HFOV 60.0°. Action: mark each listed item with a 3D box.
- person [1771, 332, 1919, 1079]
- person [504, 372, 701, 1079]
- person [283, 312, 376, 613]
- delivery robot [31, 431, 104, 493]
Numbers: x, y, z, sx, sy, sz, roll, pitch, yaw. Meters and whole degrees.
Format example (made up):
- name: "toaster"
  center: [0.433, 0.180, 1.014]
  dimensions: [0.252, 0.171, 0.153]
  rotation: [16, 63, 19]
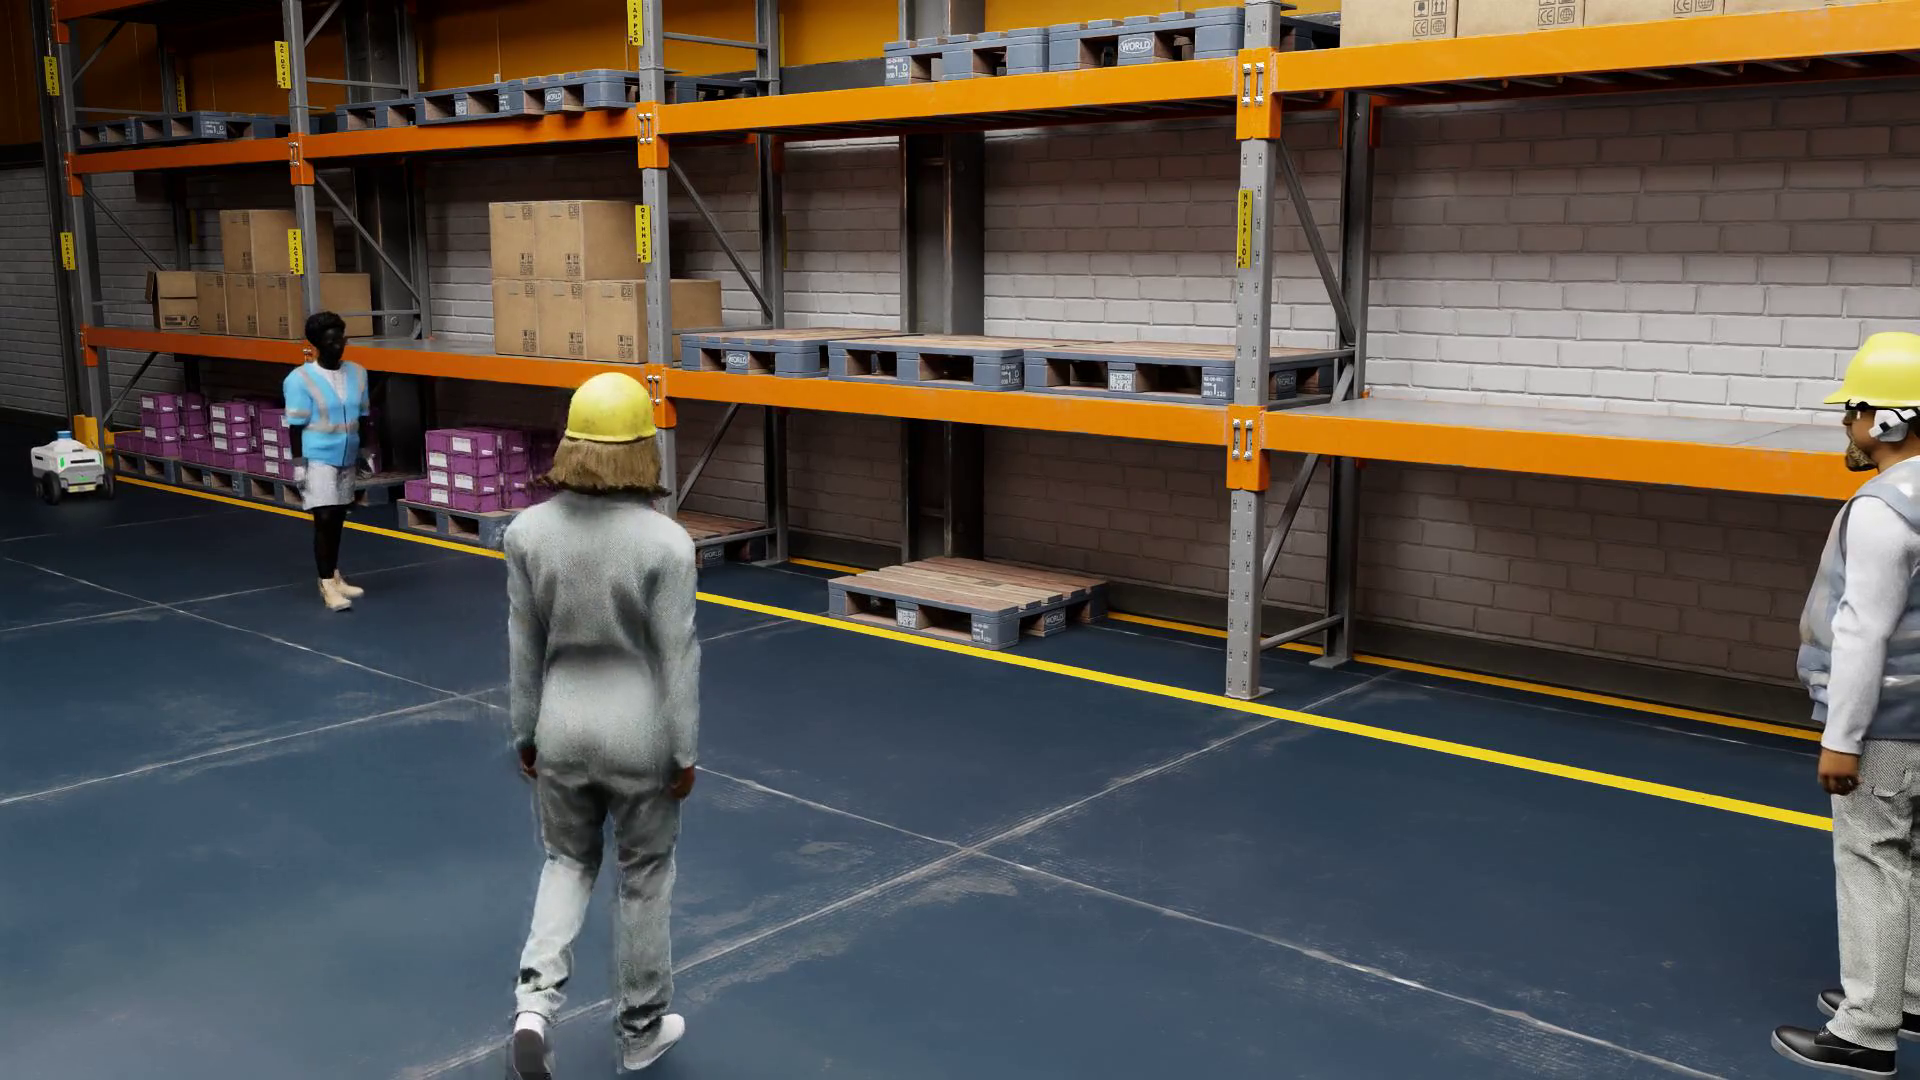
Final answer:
- name: "person"
  center: [2.279, 0.406, 4.103]
  dimensions: [0.591, 1.823, 0.405]
  rotation: [-9, 13, -42]
- name: "person"
  center: [-0.860, 0.474, 3.946]
  dimensions: [0.493, 1.731, 0.518]
  rotation: [2, 10, 11]
- name: "person"
  center: [-3.533, -0.444, 9.371]
  dimensions: [0.558, 1.666, 0.546]
  rotation: [5, 11, 28]
- name: "delivery robot"
  center: [-7.163, -0.632, 13.338]
  dimensions: [0.707, 0.478, 0.477]
  rotation: [9, 14, 43]
